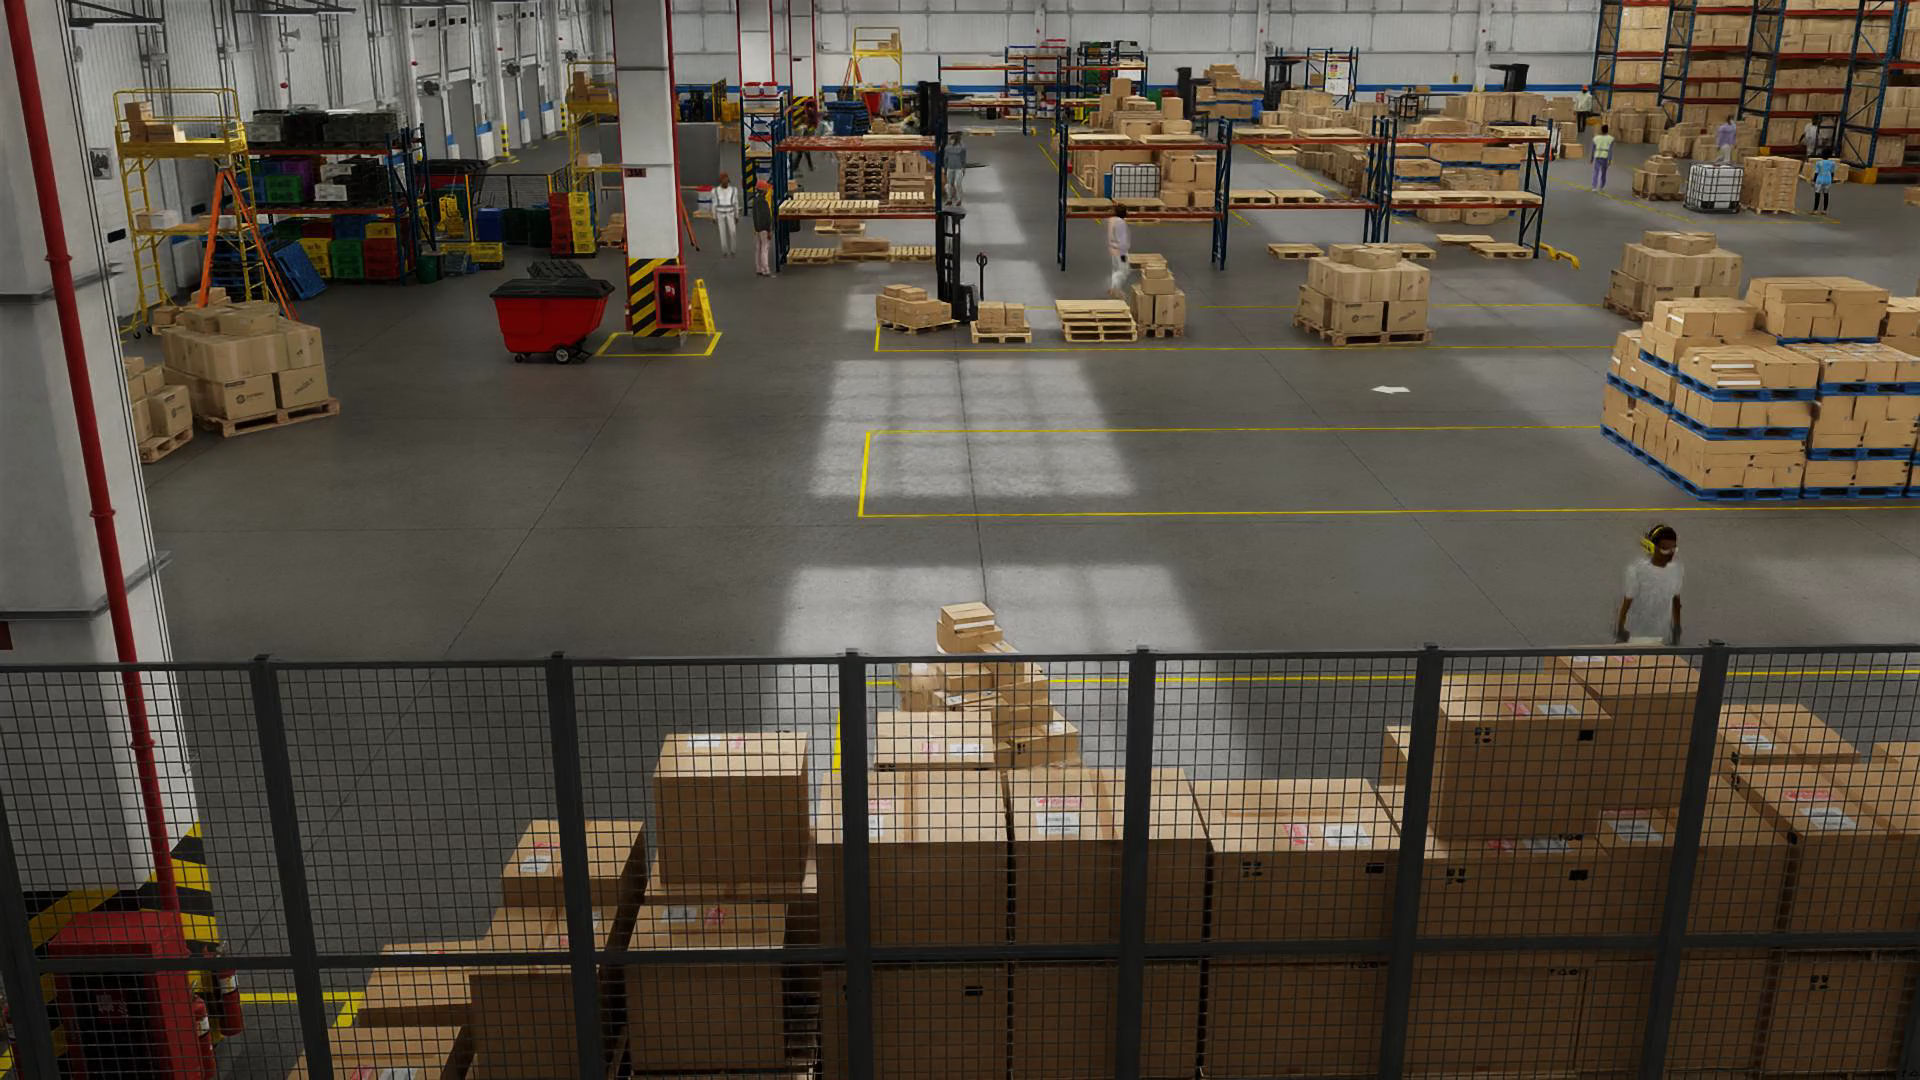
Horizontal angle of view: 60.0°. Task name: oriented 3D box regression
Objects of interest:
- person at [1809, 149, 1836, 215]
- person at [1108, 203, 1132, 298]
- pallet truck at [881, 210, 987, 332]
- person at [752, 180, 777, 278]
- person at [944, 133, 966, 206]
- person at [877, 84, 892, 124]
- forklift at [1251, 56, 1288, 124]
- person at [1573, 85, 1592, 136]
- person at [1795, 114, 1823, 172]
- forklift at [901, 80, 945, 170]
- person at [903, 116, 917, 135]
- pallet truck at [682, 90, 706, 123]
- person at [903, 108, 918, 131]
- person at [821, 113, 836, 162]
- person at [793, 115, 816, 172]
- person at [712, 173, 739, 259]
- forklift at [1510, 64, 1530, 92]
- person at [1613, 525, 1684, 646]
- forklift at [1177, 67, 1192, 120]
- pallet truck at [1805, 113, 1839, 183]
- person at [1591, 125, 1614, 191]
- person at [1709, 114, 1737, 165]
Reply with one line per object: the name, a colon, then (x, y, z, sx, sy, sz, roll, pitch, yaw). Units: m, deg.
person: (22.505, -9.331, 43.375, 0.535, 1.697, 0.322, 0, 19, 0)
person: (3.061, -5.532, 31.898, 0.438, 1.827, 0.653, -5, 19, -15)
pallet truck: (-0.493, -4.759, 29.349, 1.885, 1.965, 0.823, -13, 23, -34)
person: (-4.038, -6.389, 34.188, 0.384, 1.993, 0.623, -11, 22, -30)
person: (-0.135, -10.059, 45.167, 0.629, 1.936, 0.372, 6, 20, 17)
person: (-3.103, -17.488, 67.283, 0.963, 1.883, 0.550, 3, 19, 9)
forklift: (13.178, -18.831, 69.734, 1.129, 2.768, 1.873, -7, 20, -20)
person: (24.394, -16.855, 65.294, 0.621, 1.964, 0.869, 11, 22, 30)
person: (26.708, -12.439, 52.283, 1.042, 1.893, 0.639, -6, 19, -16)
forklift: (-0.976, -13.185, 52.985, 1.873, 2.768, 1.129, -9, 21, -26)
person: (-1.592, -12.771, 53.527, 0.480, 1.733, 0.334, -8, 20, -22)
pallet truck: (-9.671, -15.907, 62.421, 0.823, 1.965, 1.885, 5, 19, 15)
person: (-1.544, -13.166, 54.454, 0.680, 1.890, 0.969, -16, 24, -39)
person: (-4.415, -13.535, 55.949, 0.585, 1.623, 0.408, -15, 24, -38)
person: (-5.021, -12.702, 53.264, 0.814, 1.790, 0.532, 9, 20, 24)
person: (-5.140, -7.094, 36.474, 0.590, 1.863, 0.599, -3, 19, -10)
forklift: (21.332, -16.786, 63.667, 1.873, 2.768, 1.129, 0, 19, -1)
person: (5.503, 0.721, 13.351, 0.529, 1.836, 0.941, -6, 19, -16)
forklift: (8.181, -15.881, 60.983, 1.873, 2.768, 1.129, 6, 20, 17)
pallet truck: (26.403, -11.957, 50.702, 0.823, 1.965, 1.885, 6, 19, 16)
person: (18.690, -11.132, 48.472, 0.612, 1.863, 1.019, 9, 21, 26)
person: (24.021, -12.437, 52.283, 0.636, 1.901, 0.918, -11, 21, -28)
